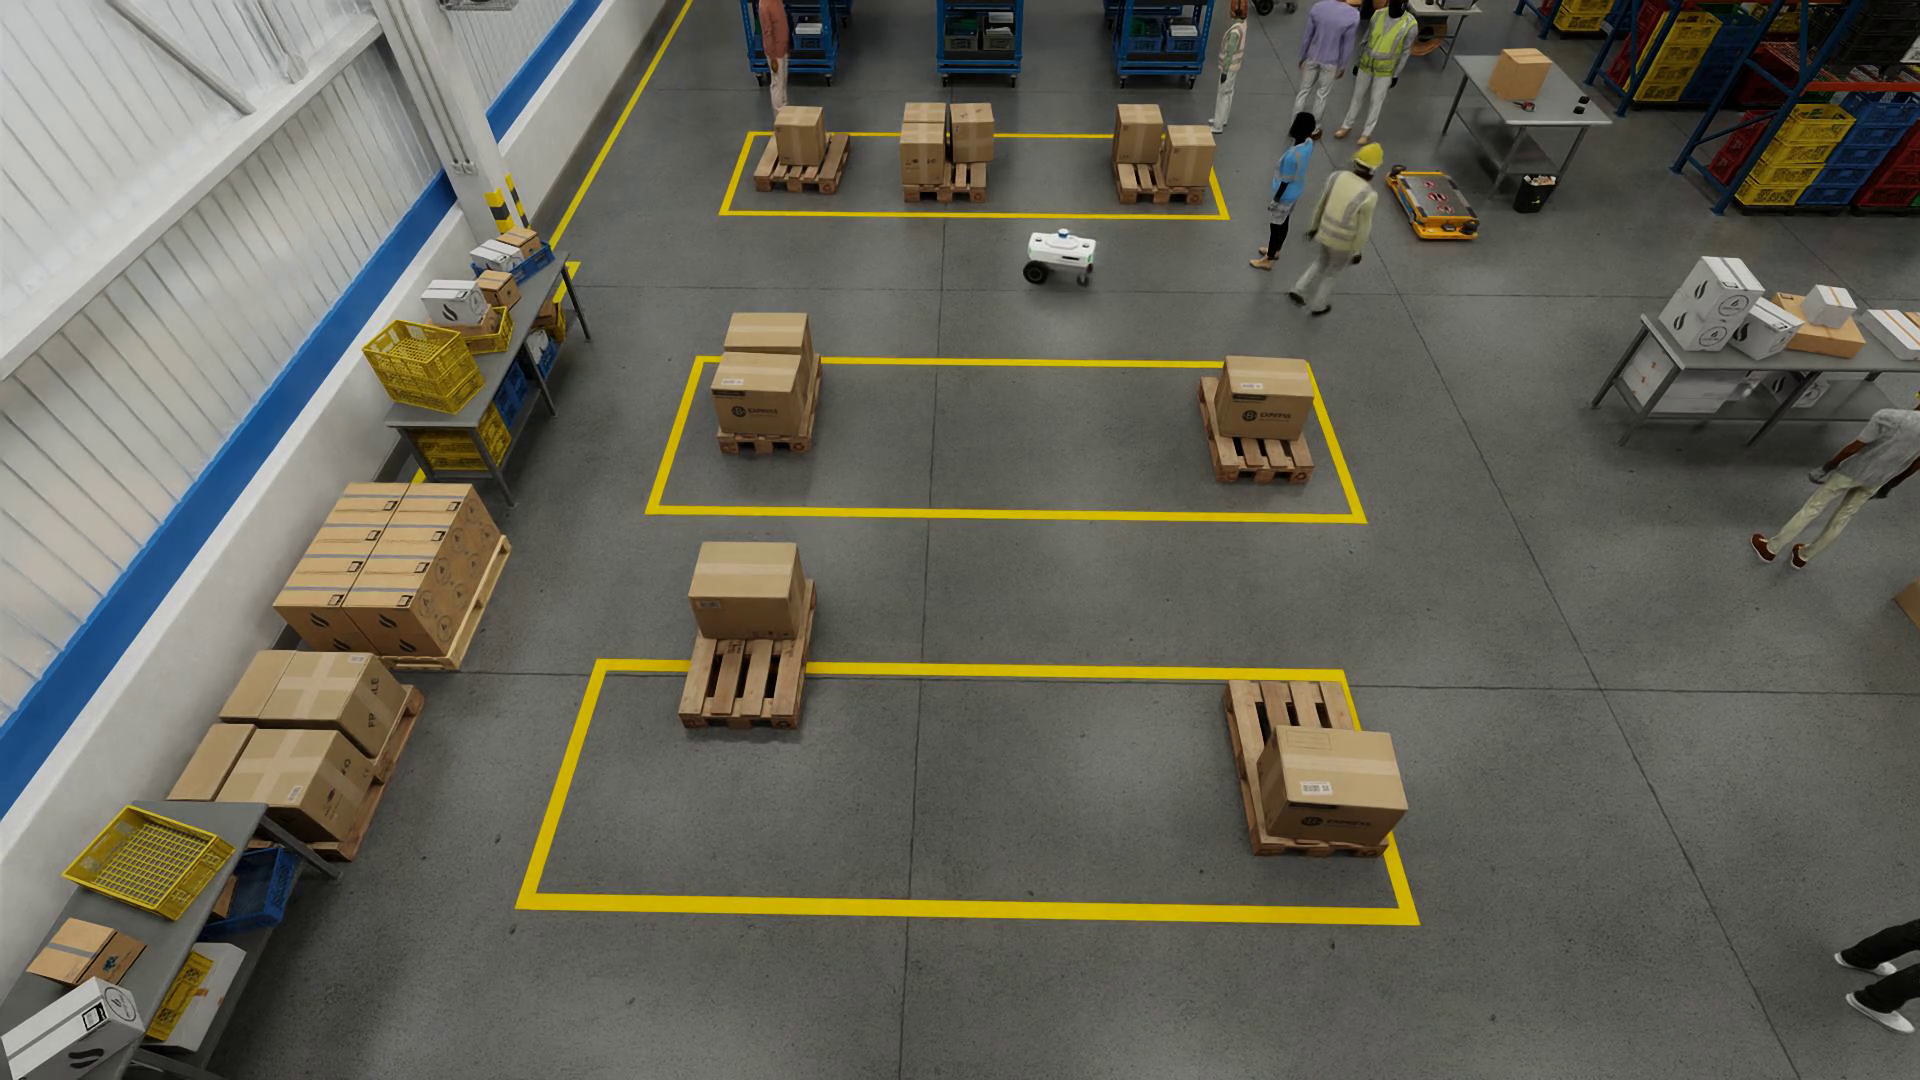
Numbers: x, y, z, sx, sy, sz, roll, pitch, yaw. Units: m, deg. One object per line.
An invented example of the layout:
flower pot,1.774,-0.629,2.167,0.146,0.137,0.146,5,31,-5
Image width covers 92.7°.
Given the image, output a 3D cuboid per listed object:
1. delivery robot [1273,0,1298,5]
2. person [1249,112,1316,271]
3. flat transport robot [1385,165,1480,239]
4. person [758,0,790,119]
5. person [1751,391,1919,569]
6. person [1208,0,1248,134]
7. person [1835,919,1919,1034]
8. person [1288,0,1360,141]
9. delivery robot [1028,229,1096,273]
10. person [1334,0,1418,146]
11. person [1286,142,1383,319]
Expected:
delivery robot,5.280,-9.082,15.130,0.707,0.478,0.477,2,49,2
person,3.471,-3.708,9.786,0.318,1.699,0.532,28,55,22
flat transport robot,5.692,-4.094,11.059,0.652,0.197,1.431,1,49,1
person,-2.350,-6.365,11.893,0.392,1.995,0.612,6,49,5
person,6.766,-0.491,6.890,0.508,1.872,0.329,17,51,15
person,3.508,-6.174,11.967,0.312,1.633,0.518,18,52,15
person,5.347,1.998,4.704,0.391,1.918,0.590,18,52,15
person,4.643,-6.133,11.729,0.630,1.938,0.366,28,55,22
delivery robot,1.109,-3.155,10.000,0.707,0.478,0.477,10,50,9
person,5.312,-6.006,11.682,0.634,1.842,0.429,37,58,27
person,3.768,-3.036,9.132,0.477,1.811,0.632,-20,52,-16
